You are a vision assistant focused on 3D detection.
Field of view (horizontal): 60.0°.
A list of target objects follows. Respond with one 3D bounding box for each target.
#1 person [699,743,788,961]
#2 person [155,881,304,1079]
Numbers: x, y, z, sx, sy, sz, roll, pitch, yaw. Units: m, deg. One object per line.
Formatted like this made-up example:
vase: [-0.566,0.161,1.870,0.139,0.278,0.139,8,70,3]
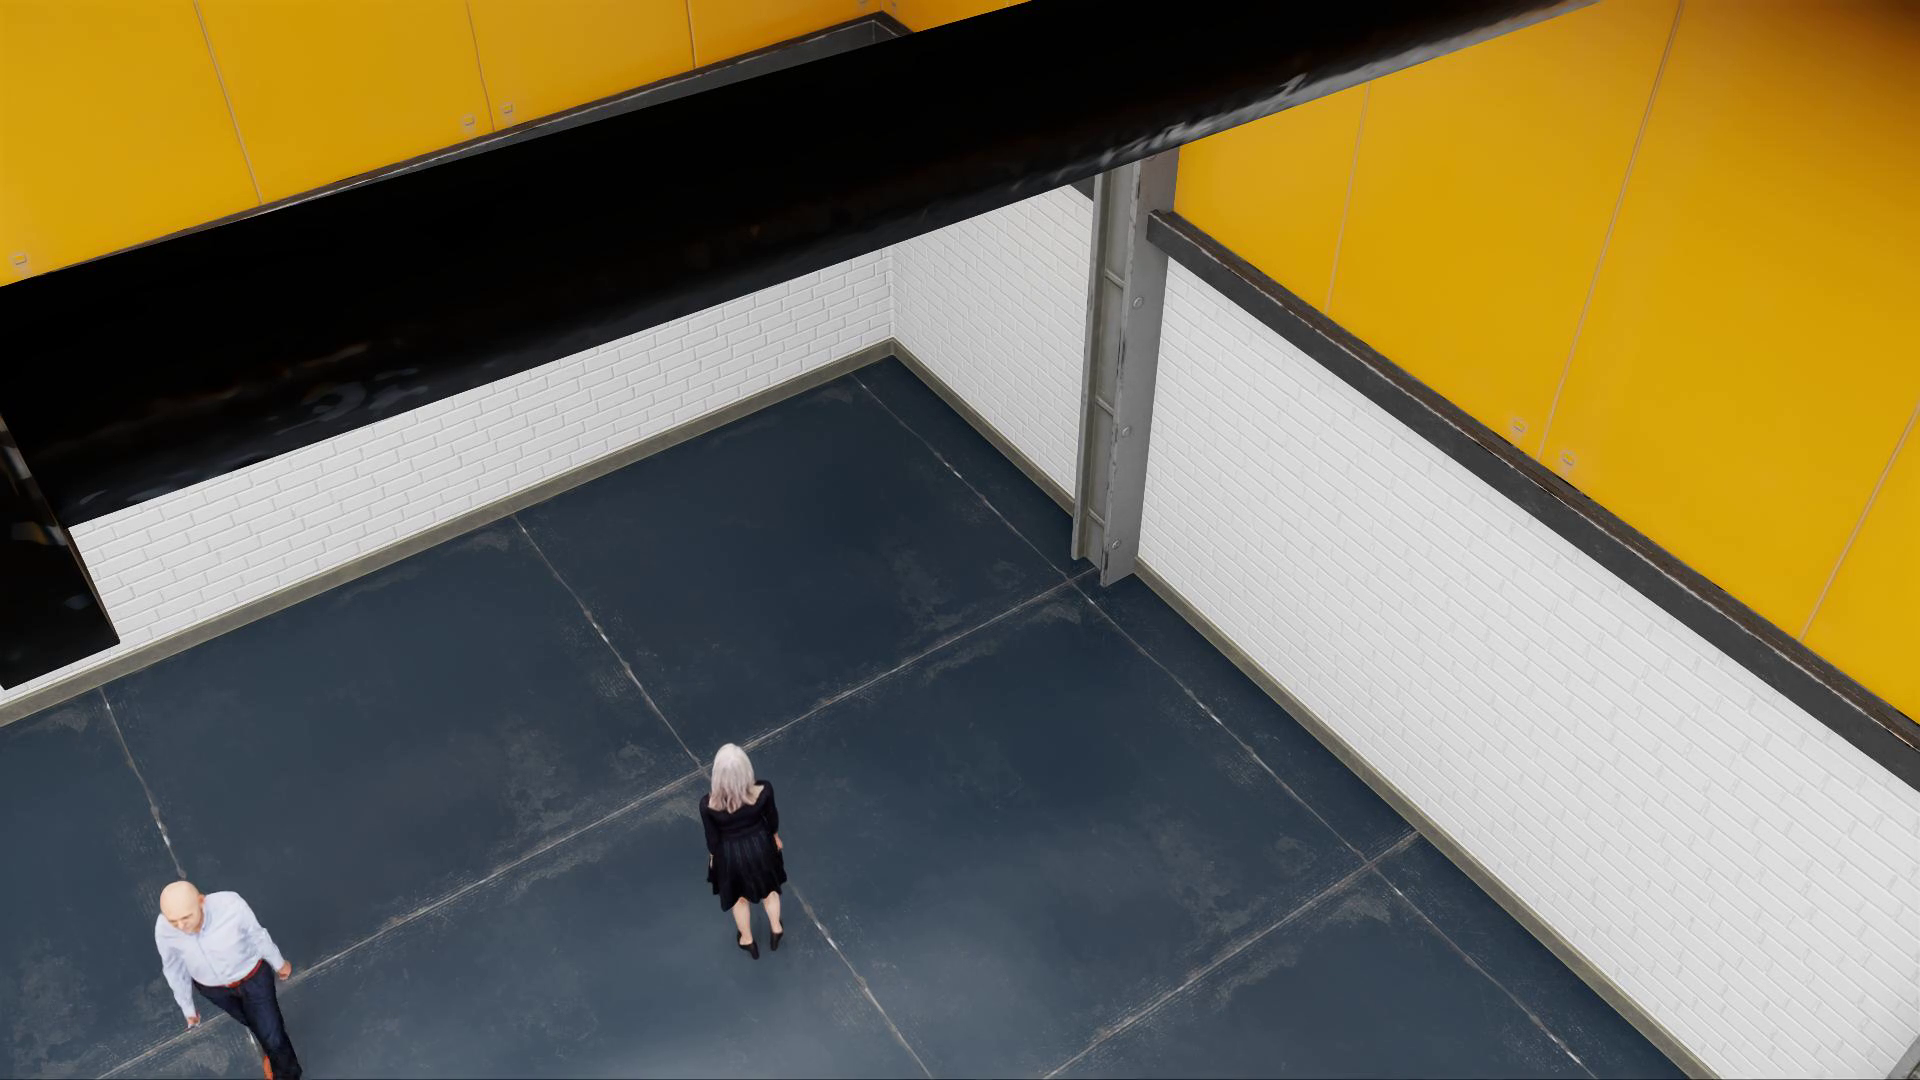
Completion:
person: [-1.194,1.728,9.215,0.657,1.746,0.642,-15,46,-15]
person: [-3.776,2.233,8.667,0.840,1.771,0.972,-12,45,-12]
